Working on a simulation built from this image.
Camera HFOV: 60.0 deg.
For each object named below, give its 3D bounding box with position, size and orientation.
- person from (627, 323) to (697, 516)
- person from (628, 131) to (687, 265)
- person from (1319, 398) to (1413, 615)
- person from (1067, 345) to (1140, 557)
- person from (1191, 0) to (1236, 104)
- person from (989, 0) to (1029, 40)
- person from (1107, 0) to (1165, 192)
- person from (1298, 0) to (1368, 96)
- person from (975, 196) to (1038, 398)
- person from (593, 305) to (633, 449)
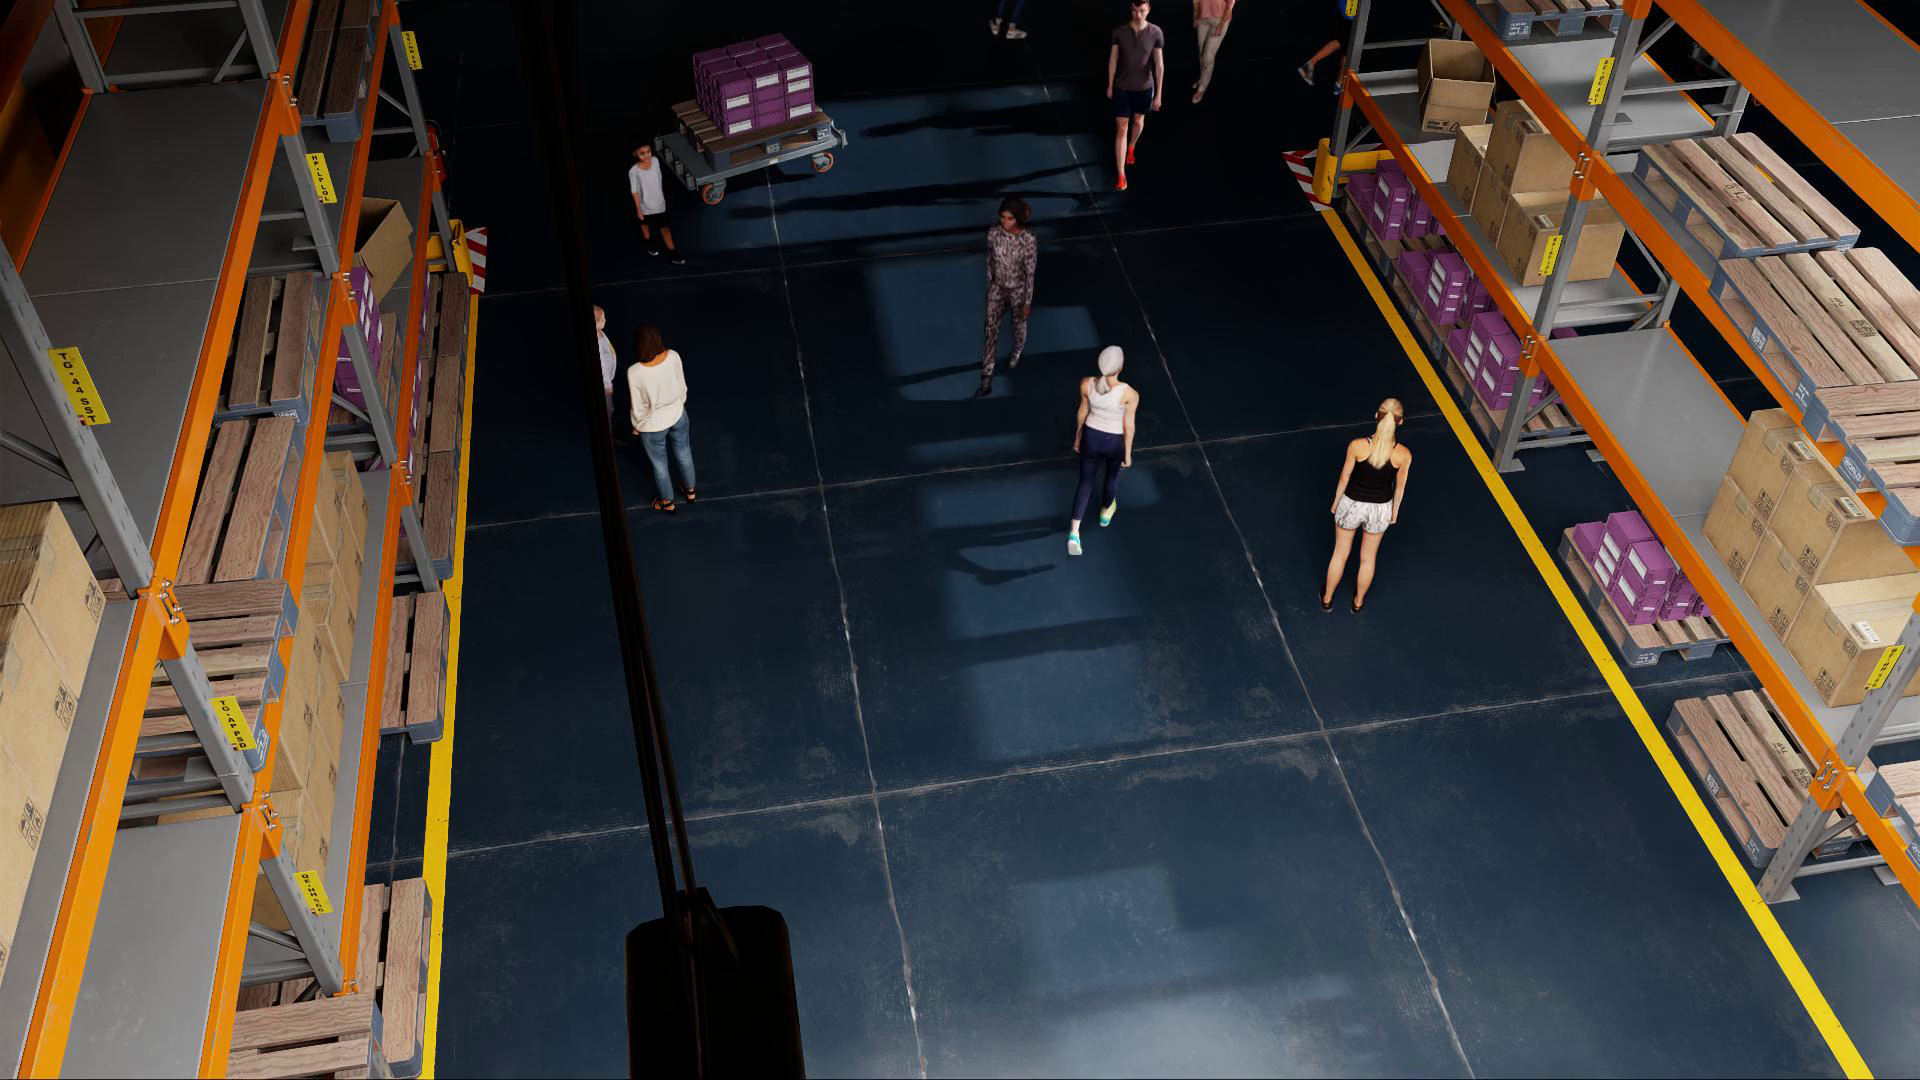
[{"bbox_3d":[-2.157,-0.880,12.040,0.697,1.682,0.695,-28,50,-26],"label":"person"},{"bbox_3d":[-2.771,-3.038,14.632,0.714,1.232,0.891,-27,50,-25],"label":"person"},{"bbox_3d":[2.740,-0.221,11.232,0.666,1.843,0.653,10,44,10],"label":"person"},{"bbox_3d":[0.984,-0.611,11.758,0.953,1.682,1.138,15,46,16],"label":"person"},{"bbox_3d":[2.554,-5.189,16.569,0.864,1.675,0.938,27,50,26],"label":"person"},{"bbox_3d":[0.545,-5.995,17.572,0.704,1.458,0.840,25,49,24],"label":"person"},{"bbox_3d":[1.633,-4.232,15.474,0.915,1.800,1.244,5,44,6],"label":"person"},{"bbox_3d":[3.804,-5.213,16.474,0.703,1.841,0.874,-8,44,-8],"label":"person"},{"bbox_3d":[0.438,-2.011,13.233,0.958,1.675,1.158,15,46,16],"label":"person"},{"bbox_3d":[-2.753,-1.254,12.727,0.558,1.277,0.452,-12,45,-12],"label":"person"}]
